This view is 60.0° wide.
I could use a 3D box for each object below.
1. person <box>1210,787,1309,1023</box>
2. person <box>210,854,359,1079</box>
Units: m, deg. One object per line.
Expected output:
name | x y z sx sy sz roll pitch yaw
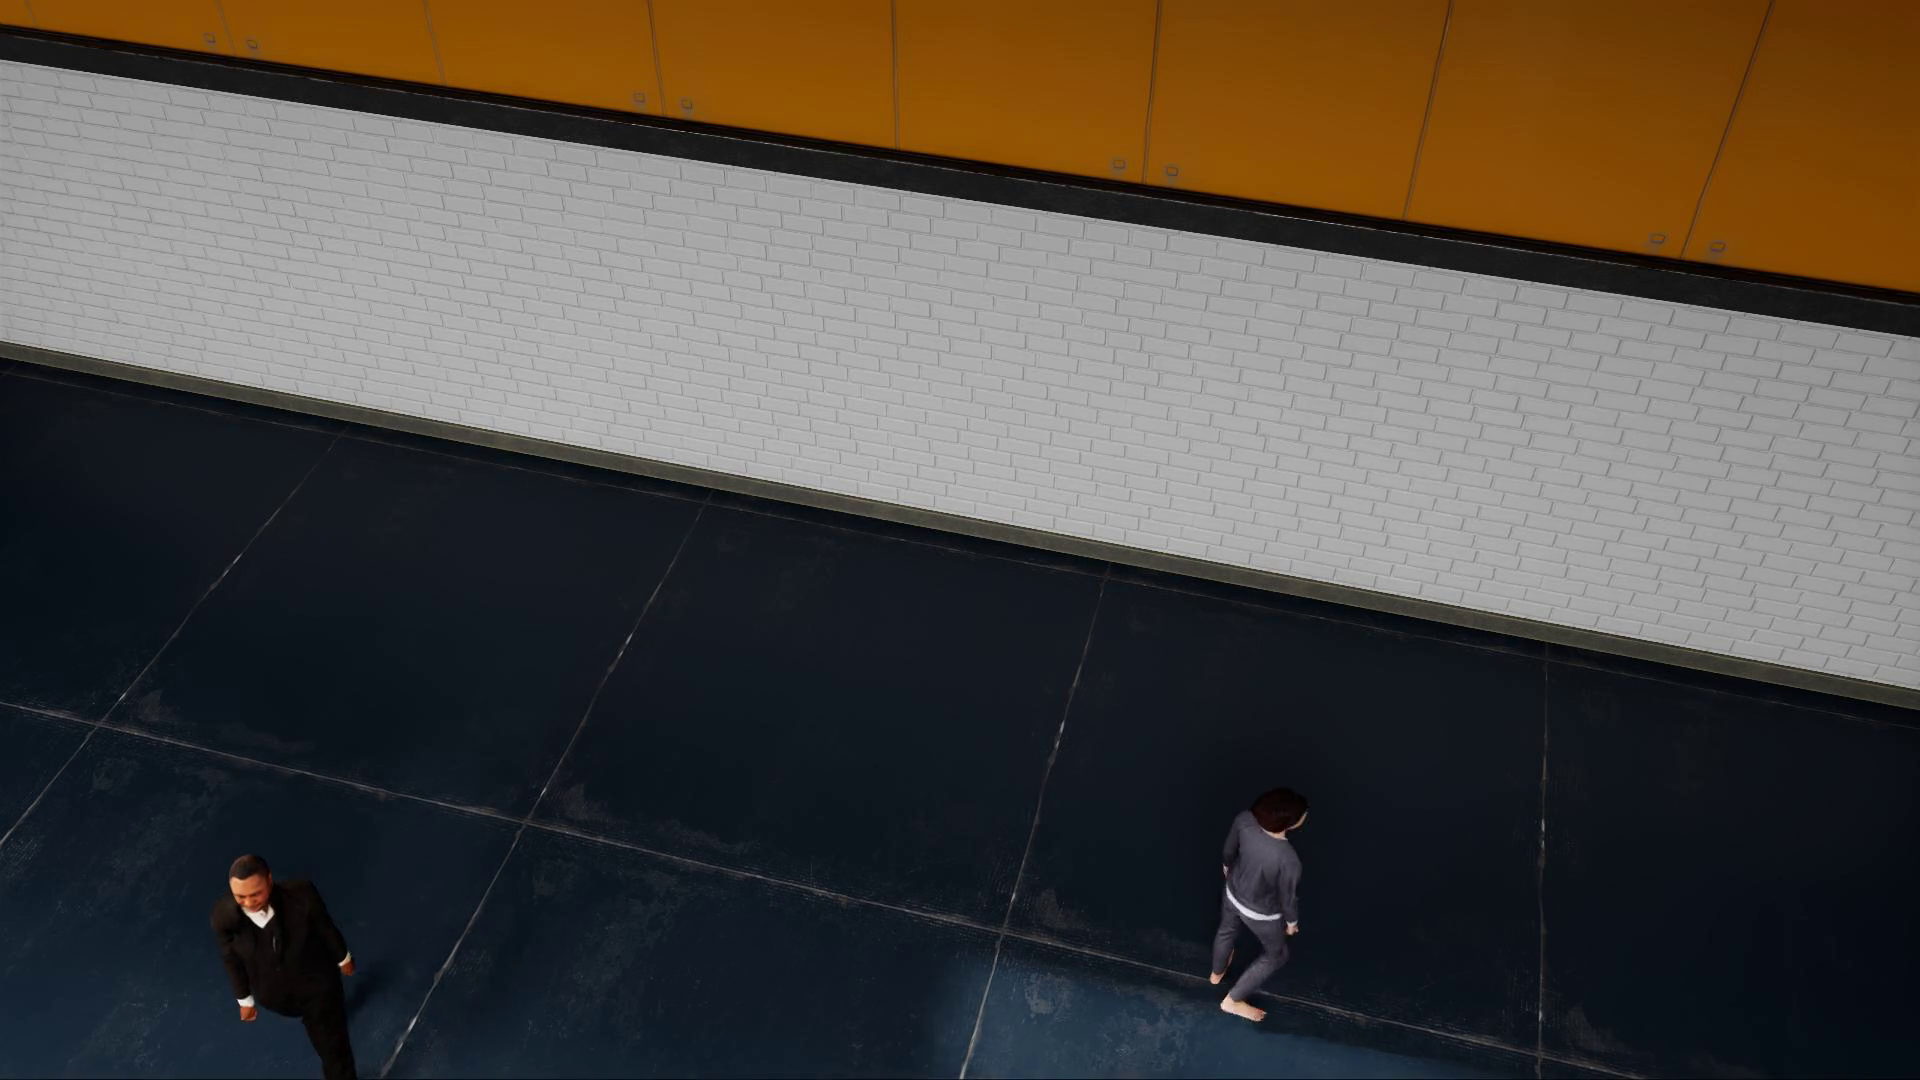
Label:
person | 1.539 1.895 8.687 0.763 1.763 0.789 31 52 28
person | -3.346 2.121 8.370 1.079 1.872 1.343 -8 44 -8
